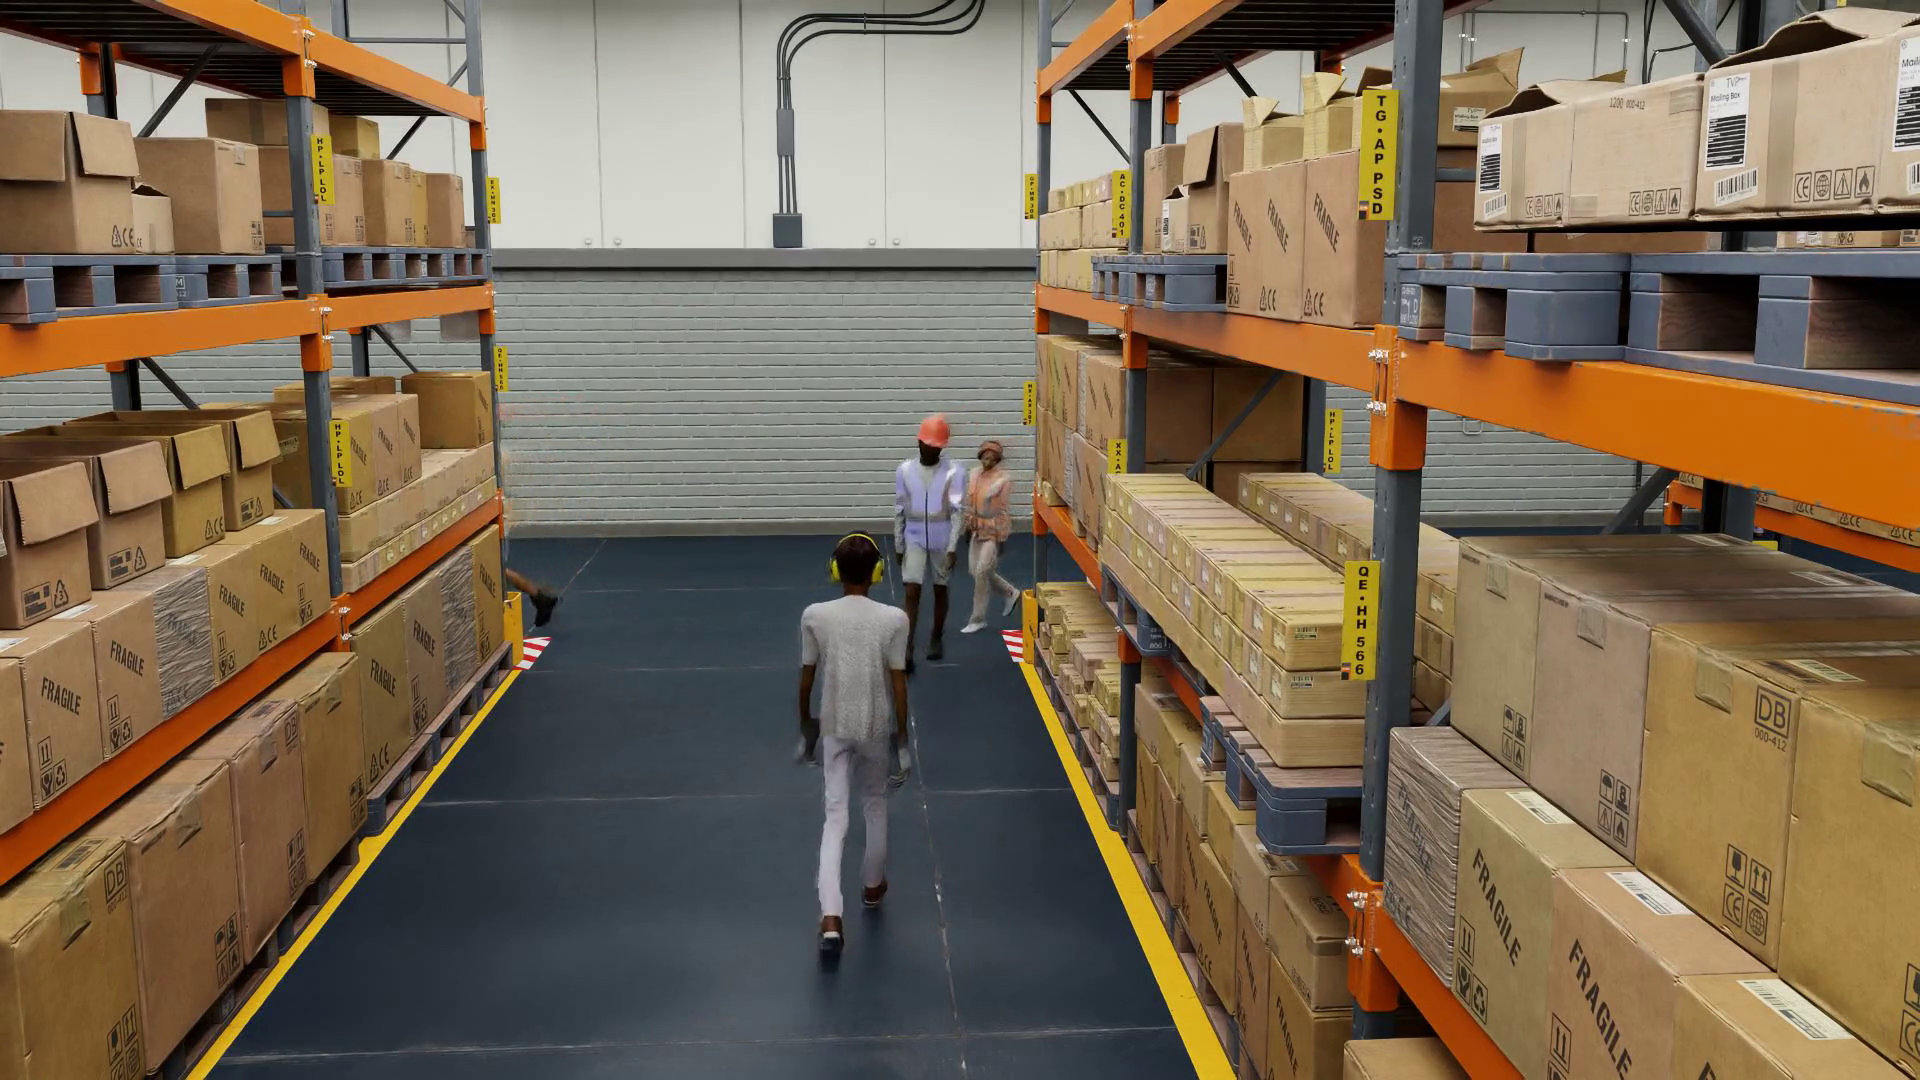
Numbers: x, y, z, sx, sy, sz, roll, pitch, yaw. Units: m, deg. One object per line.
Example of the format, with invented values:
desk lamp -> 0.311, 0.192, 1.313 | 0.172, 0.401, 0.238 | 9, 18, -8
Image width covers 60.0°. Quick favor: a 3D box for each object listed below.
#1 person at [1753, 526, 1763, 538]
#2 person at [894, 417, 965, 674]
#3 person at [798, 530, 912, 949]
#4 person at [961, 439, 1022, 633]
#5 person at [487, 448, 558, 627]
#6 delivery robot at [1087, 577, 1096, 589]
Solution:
person -> 8.505, -0.958, 17.975 | 0.636, 1.911, 0.406 | -2, 10, -10
person -> -0.240, 0.035, 12.223 | 0.552, 1.866, 1.038 | 2, 10, 9
person -> -0.482, 0.872, 7.459 | 0.531, 1.831, 0.972 | 1, 10, 3
person -> 0.294, -0.042, 13.492 | 0.581, 1.603, 0.540 | -7, 12, -36
person -> -3.708, -0.175, 13.361 | 0.796, 1.916, 0.548 | -4, 10, -21
delivery robot -> 1.367, 0.406, 13.646 | 0.477, 0.478, 0.707 | -8, 12, -40
